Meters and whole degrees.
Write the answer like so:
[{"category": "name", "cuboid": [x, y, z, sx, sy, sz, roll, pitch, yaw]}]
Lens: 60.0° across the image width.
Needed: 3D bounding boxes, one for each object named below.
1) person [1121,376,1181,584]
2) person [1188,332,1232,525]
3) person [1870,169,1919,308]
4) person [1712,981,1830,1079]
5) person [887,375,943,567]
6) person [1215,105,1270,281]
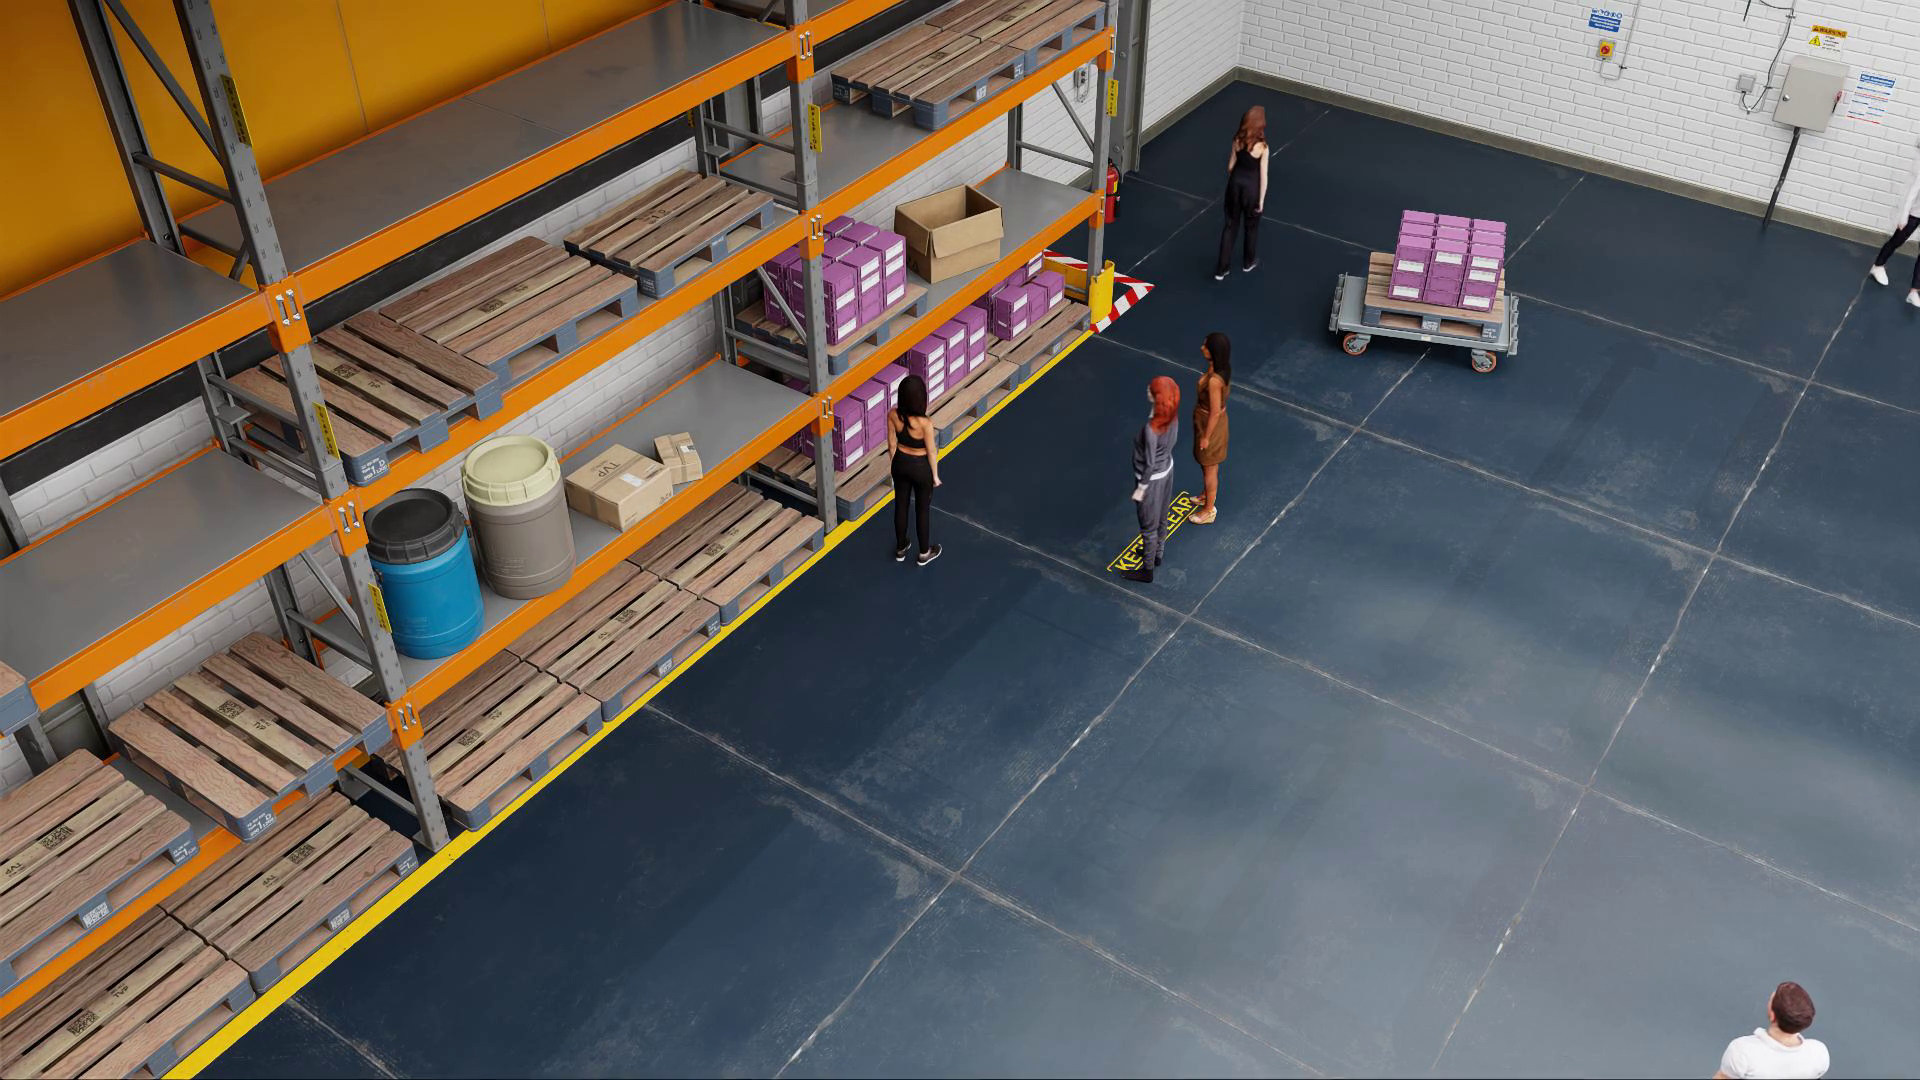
[{"category": "person", "cuboid": [1.425, -0.456, 12.235, 0.665, 1.779, 0.472, 18, 42, 21]}, {"category": "person", "cuboid": [1.929, -0.864, 12.817, 0.705, 1.688, 0.587, 5, 39, 7]}, {"category": "person", "cuboid": [9.005, -3.072, 15.604, 1.007, 1.662, 1.128, -4, 39, -5]}, {"category": "person", "cuboid": [3.811, 2.822, 8.075, 0.723, 1.849, 0.752, -1, 39, -2]}, {"category": "person", "cuboid": [-0.360, -0.520, 12.423, 0.590, 1.644, 0.552, 14, 41, 17]}, {"category": "person", "cuboid": [2.672, -3.293, 15.816, 0.634, 1.743, 0.834, 19, 42, 22]}]
